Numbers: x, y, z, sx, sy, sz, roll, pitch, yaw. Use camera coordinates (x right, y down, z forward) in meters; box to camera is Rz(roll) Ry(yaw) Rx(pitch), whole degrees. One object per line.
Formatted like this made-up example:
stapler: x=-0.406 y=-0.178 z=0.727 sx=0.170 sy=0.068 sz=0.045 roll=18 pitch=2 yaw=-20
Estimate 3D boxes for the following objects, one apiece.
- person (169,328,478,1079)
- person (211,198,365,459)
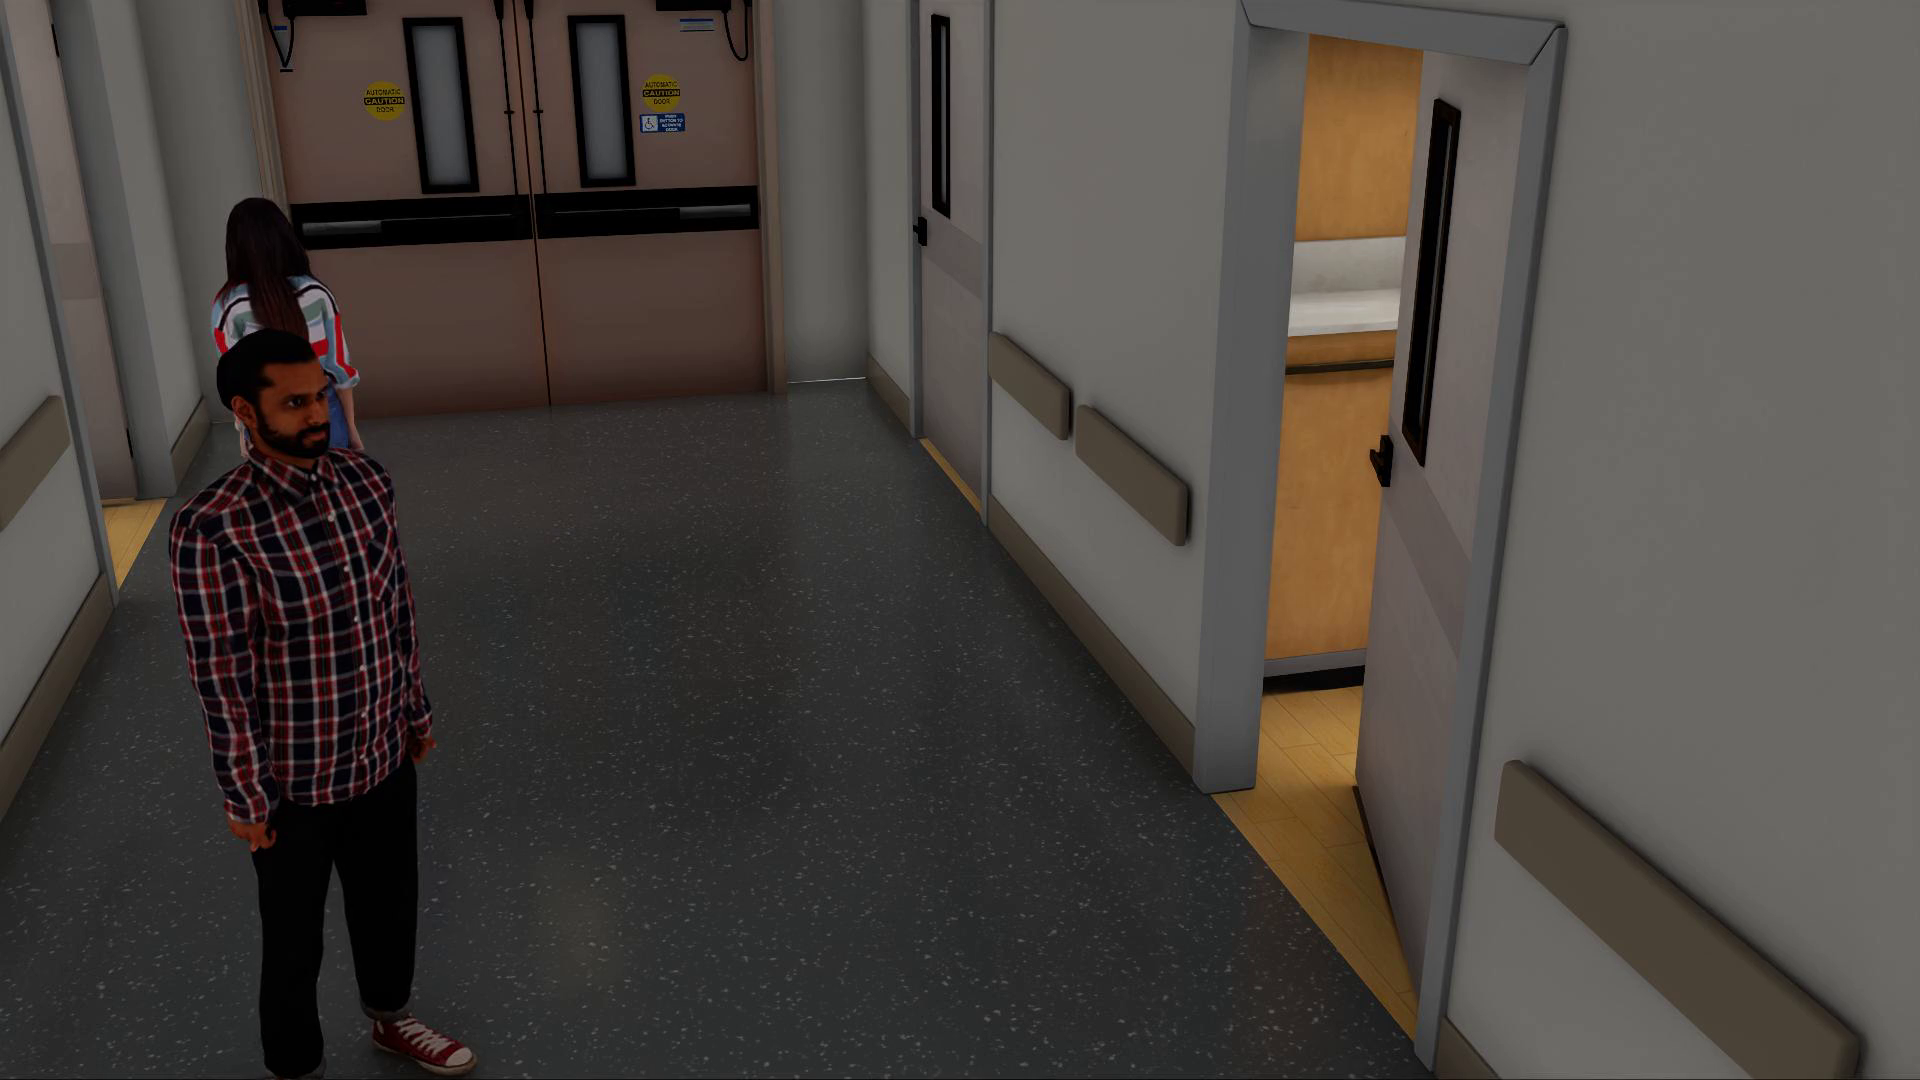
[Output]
person: x=-1.331 y=0.420 z=3.448 sx=0.815 sy=1.756 sz=0.751 roll=11 pitch=23 yaw=27
person: x=-2.240 y=-0.342 z=5.678 sx=0.683 sy=1.601 sz=0.708 roll=-17 pitch=26 yaw=-37
